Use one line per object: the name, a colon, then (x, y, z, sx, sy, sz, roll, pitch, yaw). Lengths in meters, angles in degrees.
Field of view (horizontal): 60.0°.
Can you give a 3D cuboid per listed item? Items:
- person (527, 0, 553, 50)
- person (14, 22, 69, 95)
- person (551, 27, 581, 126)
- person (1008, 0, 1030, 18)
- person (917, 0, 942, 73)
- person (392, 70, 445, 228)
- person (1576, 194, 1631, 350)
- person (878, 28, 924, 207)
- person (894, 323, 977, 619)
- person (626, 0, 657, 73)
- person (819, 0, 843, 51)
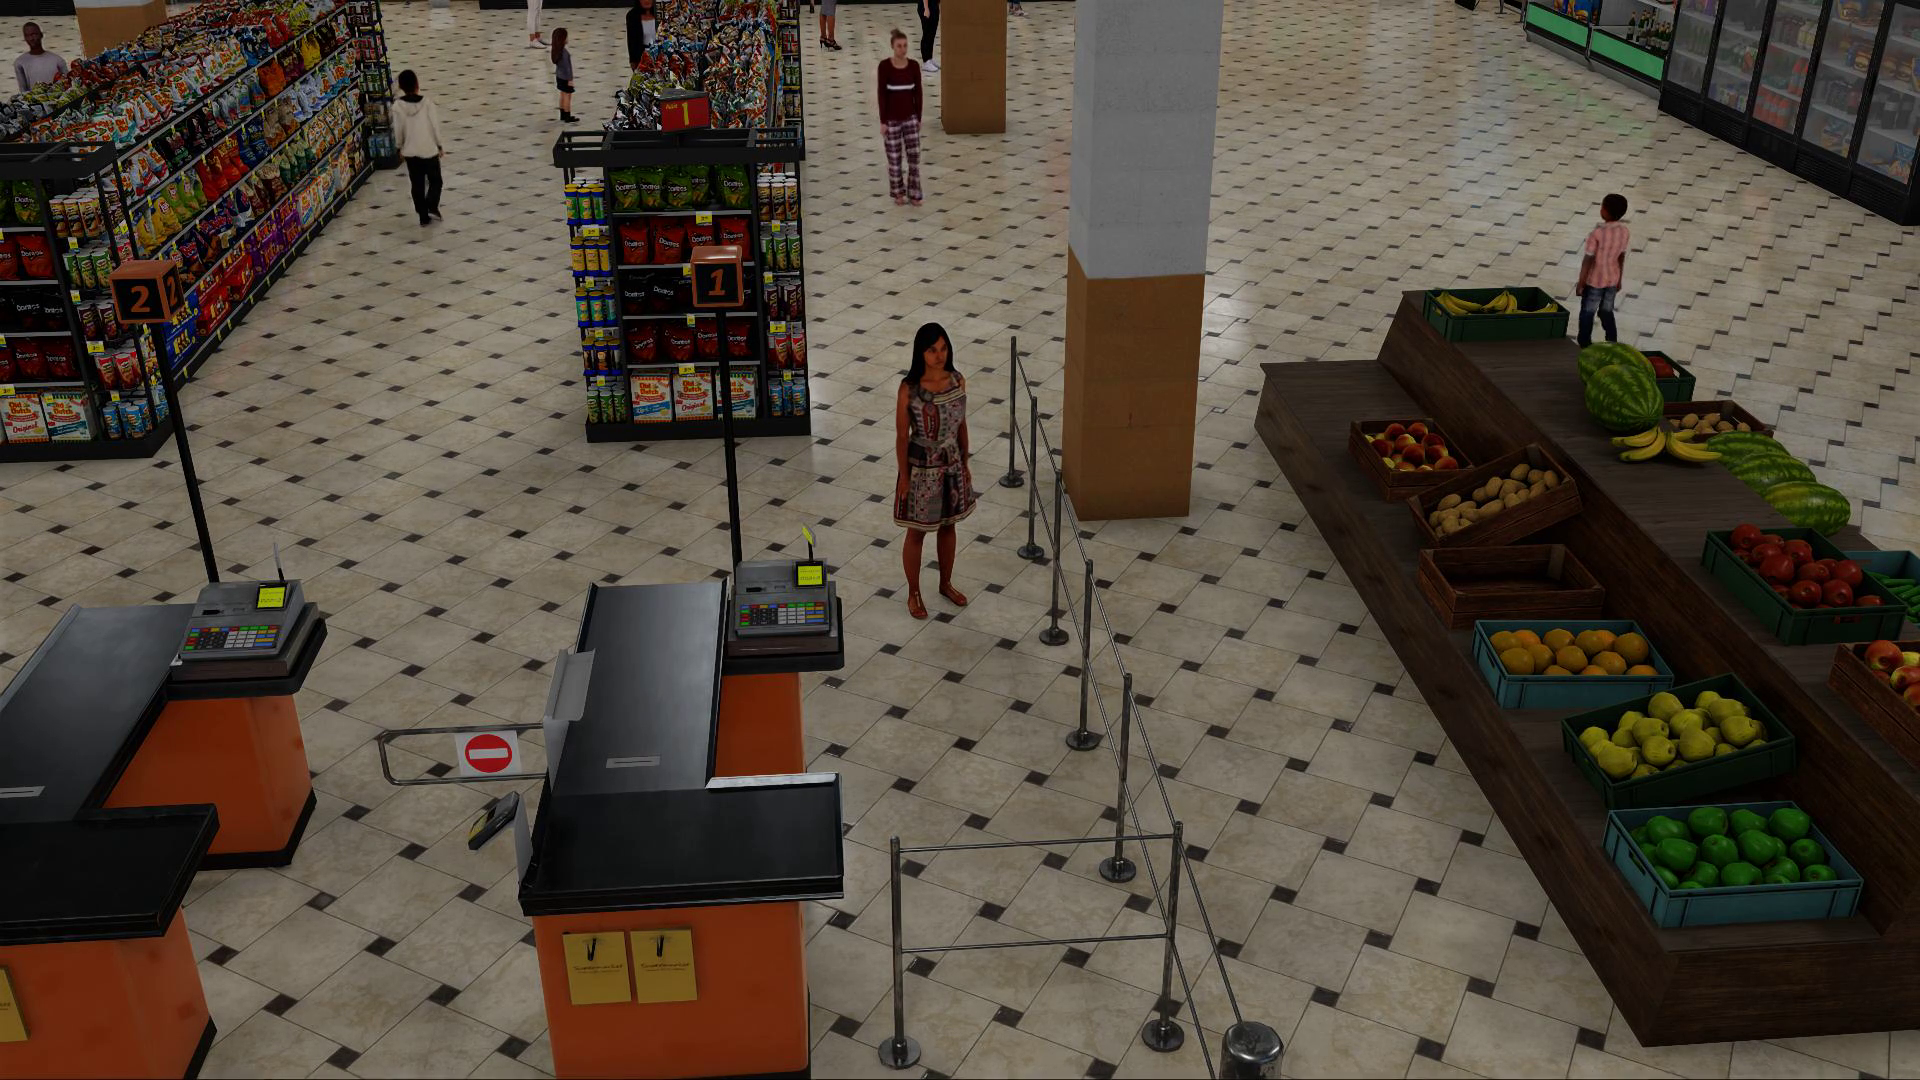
person: (-6.116, -7.944, 23.817, 0.711, 1.703, 0.532, 4, 27, 7)
person: (-8.878, -4.150, 16.259, 0.681, 1.772, 0.656, -12, 29, -22)
person: (-4.676, -5.486, 19.630, 0.583, 1.106, 0.478, -14, 30, -26)
person: (0.888, -9.052, 26.245, 0.680, 1.483, 0.548, -11, 29, -21)
person: (-0.402, -7.151, 22.324, 0.761, 1.639, 0.660, 10, 29, 19)
person: (-5.097, -3.657, 15.646, 0.598, 1.446, 0.522, -2, 27, -3)
person: (4.812, -1.922, 12.388, 0.562, 1.299, 0.744, -6, 27, -11)
person: (-0.616, -4.146, 16.346, 0.707, 1.686, 0.805, -7, 28, -14)
person: (-0.145, -0.389, 8.983, 0.723, 1.645, 0.691, -15, 31, -27)
person: (-3.618, -5.608, 19.306, 0.765, 1.616, 0.788, -18, 32, -31)
person: (-1.879, -7.913, 23.670, 0.714, 1.781, 0.593, -14, 30, -25)
